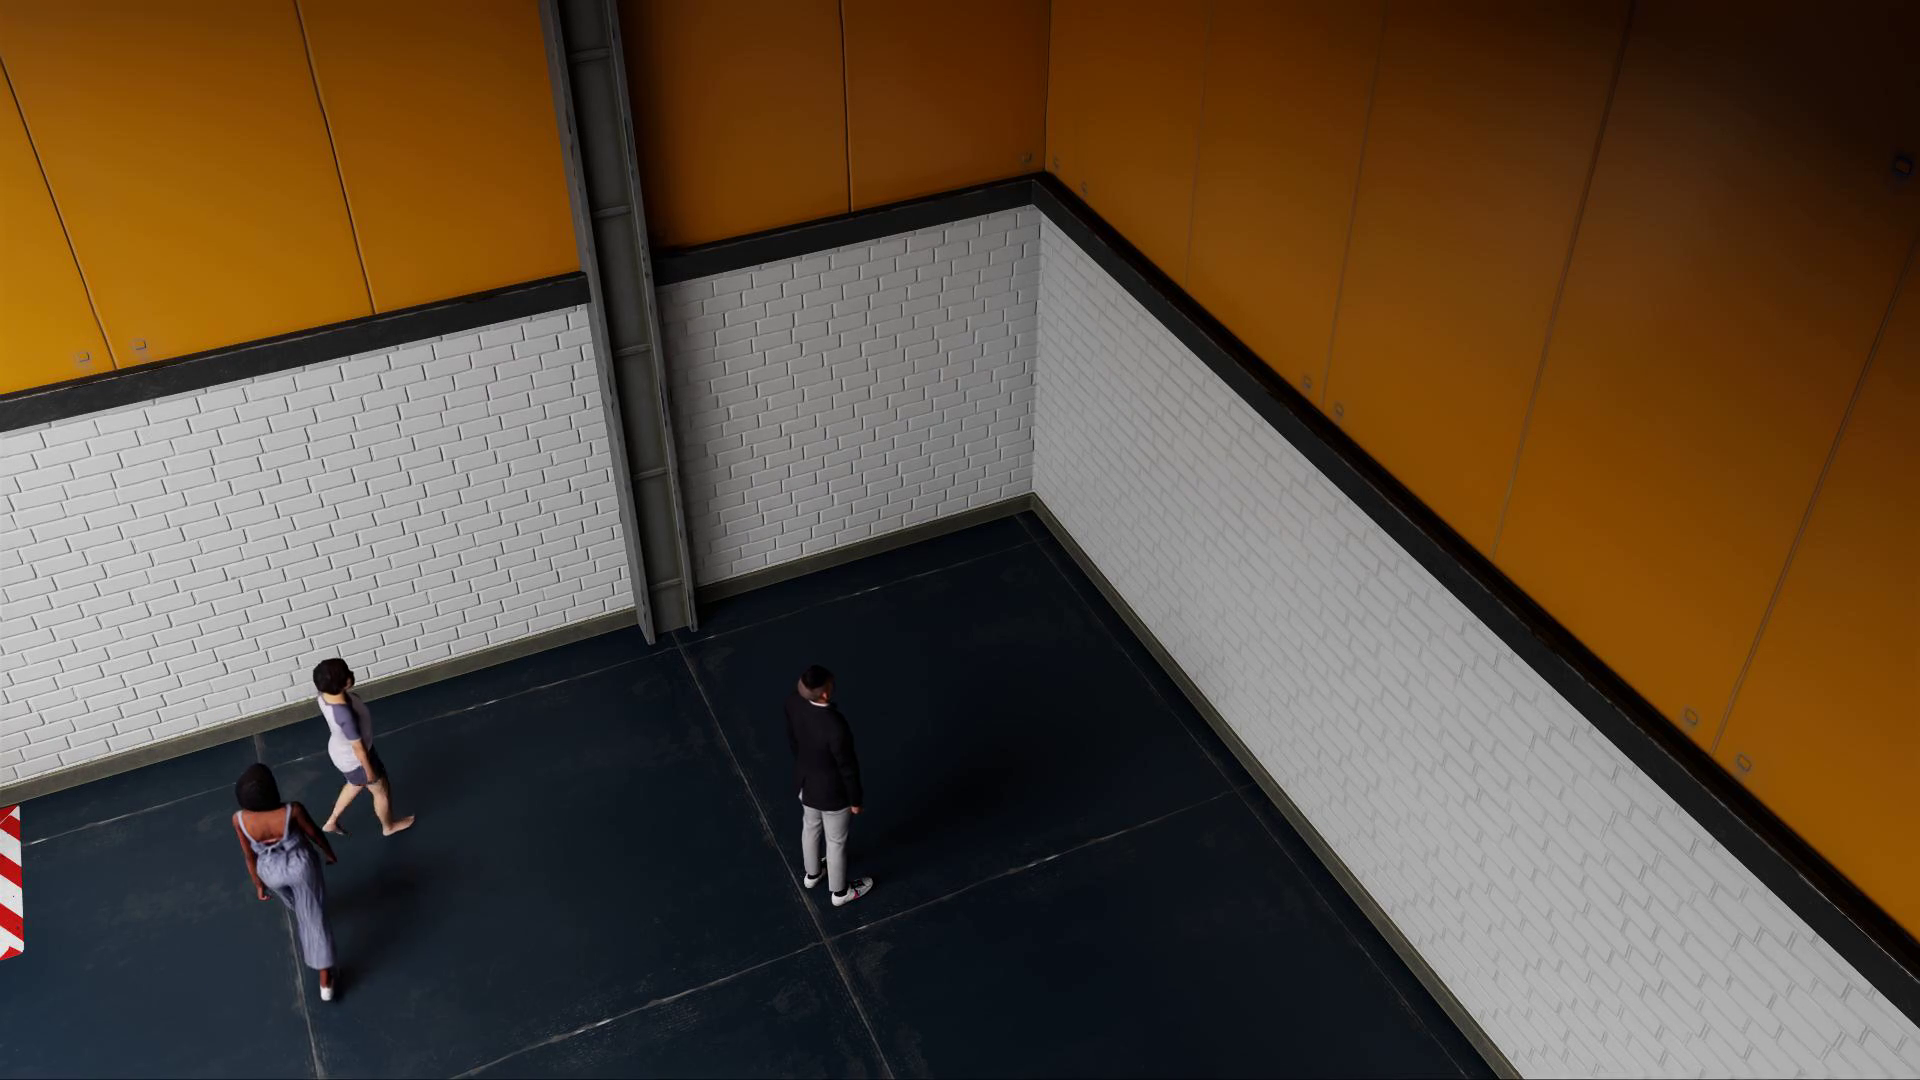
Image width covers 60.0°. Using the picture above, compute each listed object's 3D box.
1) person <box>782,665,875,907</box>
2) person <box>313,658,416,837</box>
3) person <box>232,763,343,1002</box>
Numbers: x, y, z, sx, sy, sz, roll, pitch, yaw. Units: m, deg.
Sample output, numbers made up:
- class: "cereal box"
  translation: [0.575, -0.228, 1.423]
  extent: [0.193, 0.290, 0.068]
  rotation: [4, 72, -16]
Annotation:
- class: "person"
  translation: [-0.829, 1.453, 10.084]
  extent: [0.786, 1.948, 0.744]
  rotation: [30, 47, 32]
- class: "person"
  translation: [-3.885, 1.366, 10.516]
  extent: [0.845, 1.547, 0.682]
  rotation: [-27, 46, -30]
- class: "person"
  translation: [-3.870, 1.996, 9.647]
  extent: [1.098, 1.646, 0.854]
  rotation: [-6, 39, -8]
